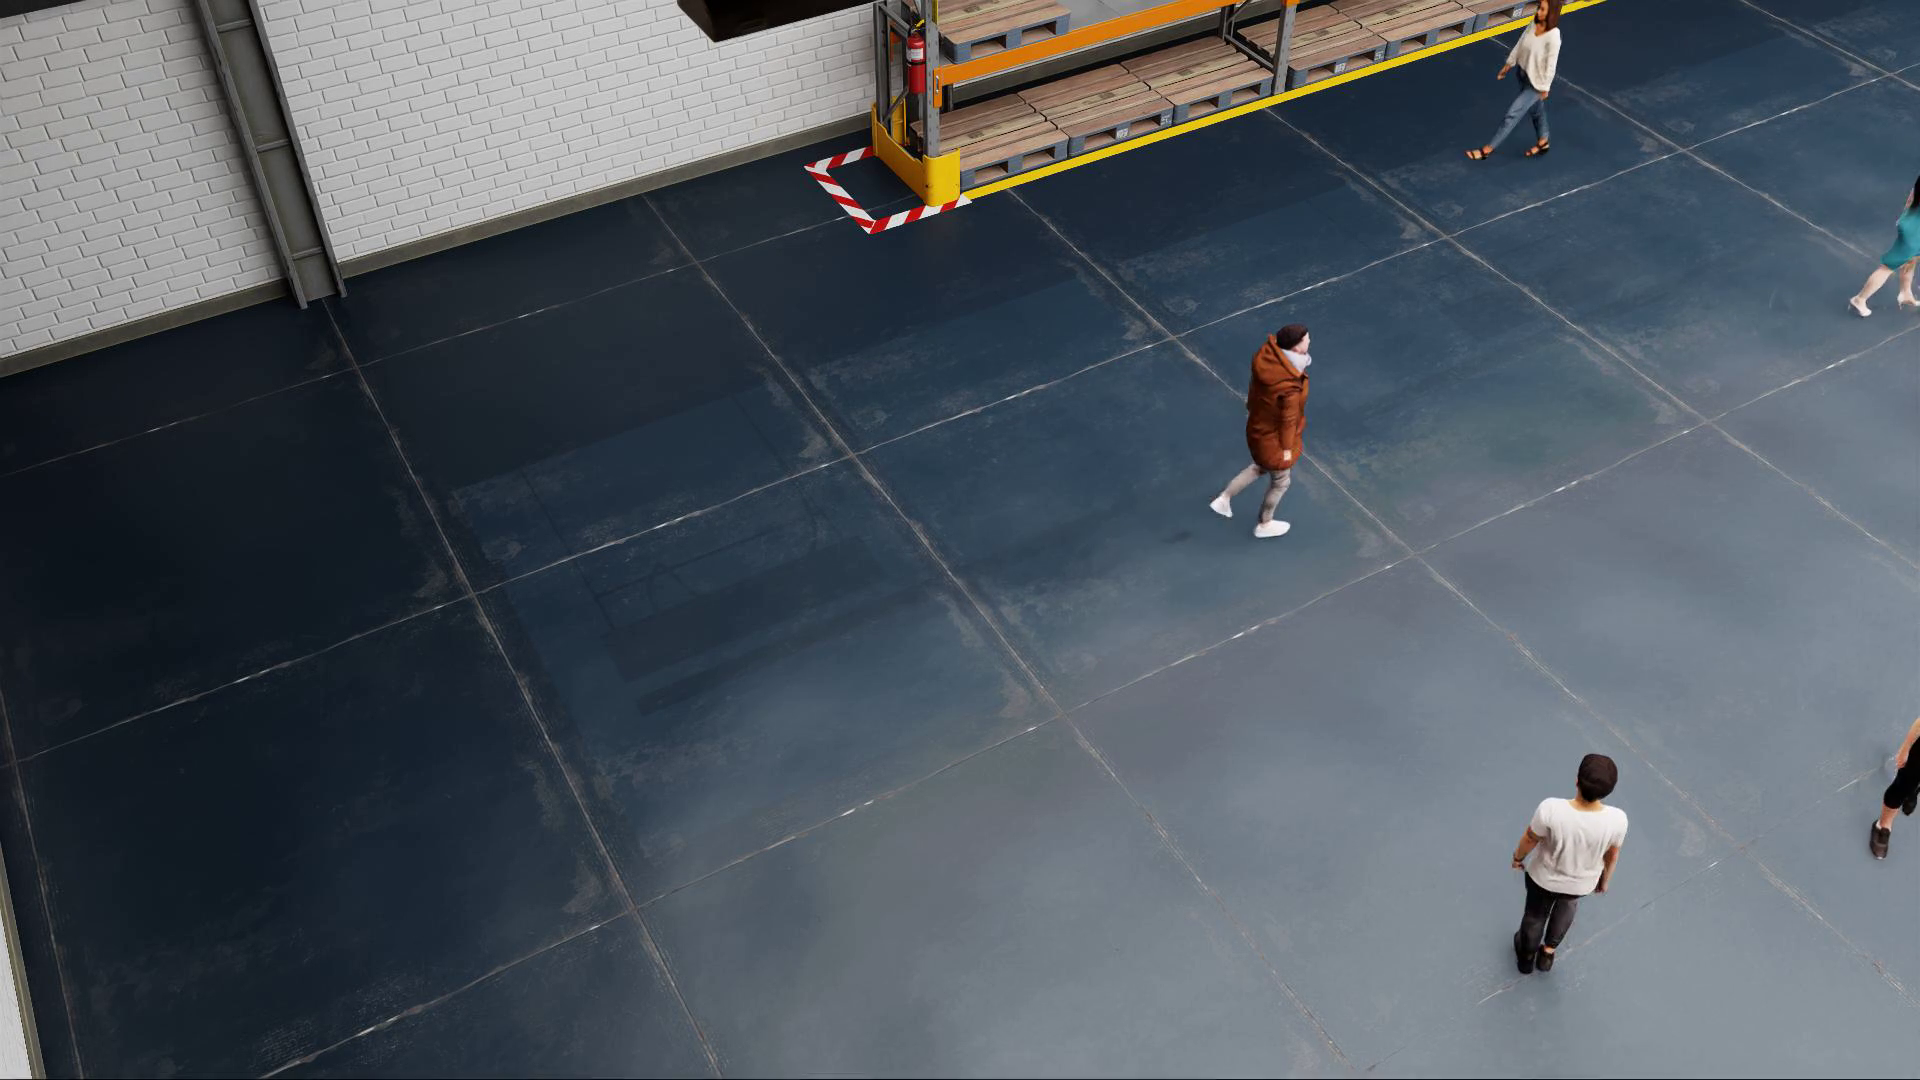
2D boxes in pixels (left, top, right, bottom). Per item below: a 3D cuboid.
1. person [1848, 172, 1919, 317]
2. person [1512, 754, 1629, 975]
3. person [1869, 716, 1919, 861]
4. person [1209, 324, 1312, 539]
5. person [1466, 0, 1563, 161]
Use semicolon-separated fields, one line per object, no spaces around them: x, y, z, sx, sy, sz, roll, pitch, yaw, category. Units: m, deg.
7.651;-2.501;13.489;0.957;1.661;0.831;2;44;3;person
3.242;1.822;8.913;0.743;1.715;0.820;7;44;8;person
5.664;1.143;9.626;0.816;1.713;0.890;14;45;14;person
2.091;-0.710;11.492;0.921;1.822;0.809;-12;45;-12;person
5.348;-4.231;15.322;1.157;1.638;0.872;-6;44;-6;person
